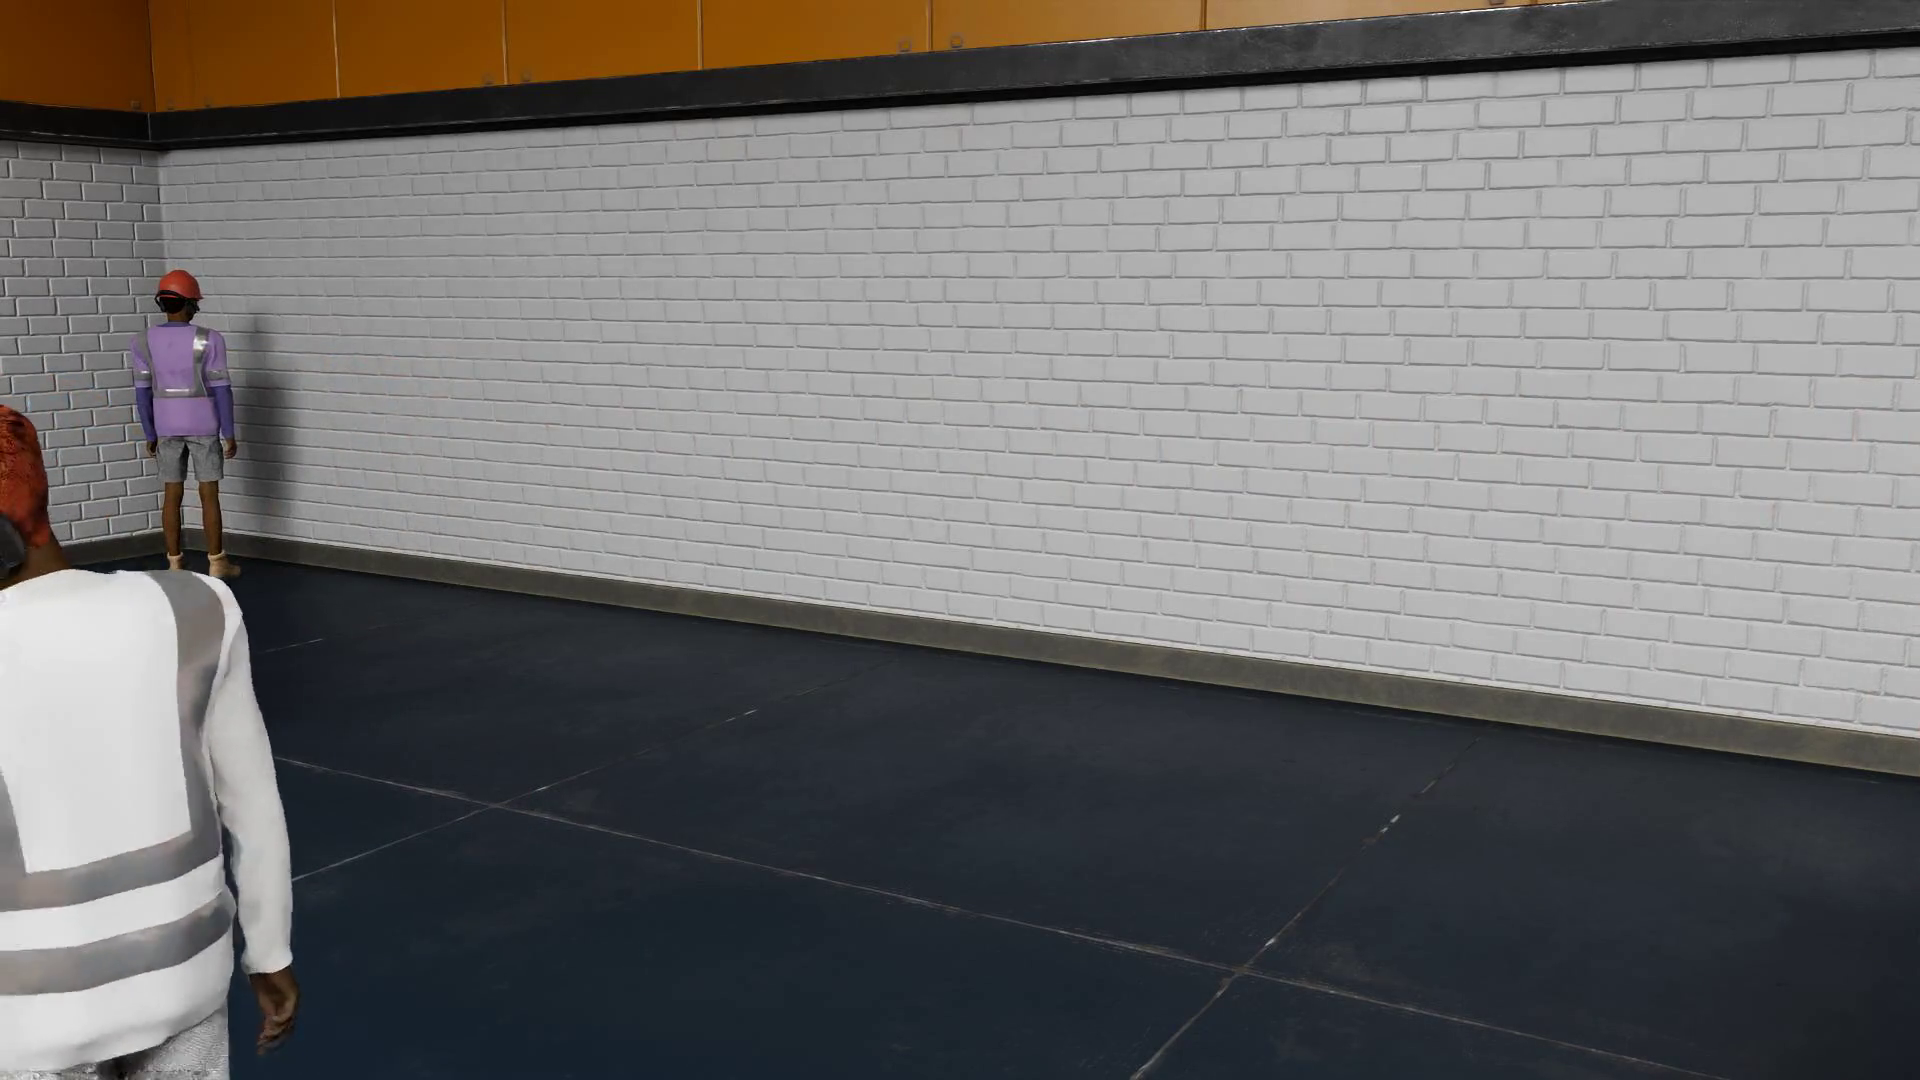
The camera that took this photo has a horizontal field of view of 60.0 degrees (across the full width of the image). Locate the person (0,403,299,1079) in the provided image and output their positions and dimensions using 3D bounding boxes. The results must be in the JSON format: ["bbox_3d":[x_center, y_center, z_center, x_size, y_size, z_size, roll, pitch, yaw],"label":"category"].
[{"bbox_3d":[-1.325,0.701,2.570,0.655,1.846,0.437,-9,12,-43],"label":"person"}]

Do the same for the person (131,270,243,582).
[{"bbox_3d":[-5.033,-0.727,10.853,0.608,2.044,0.371,0,9,-3],"label":"person"}]
